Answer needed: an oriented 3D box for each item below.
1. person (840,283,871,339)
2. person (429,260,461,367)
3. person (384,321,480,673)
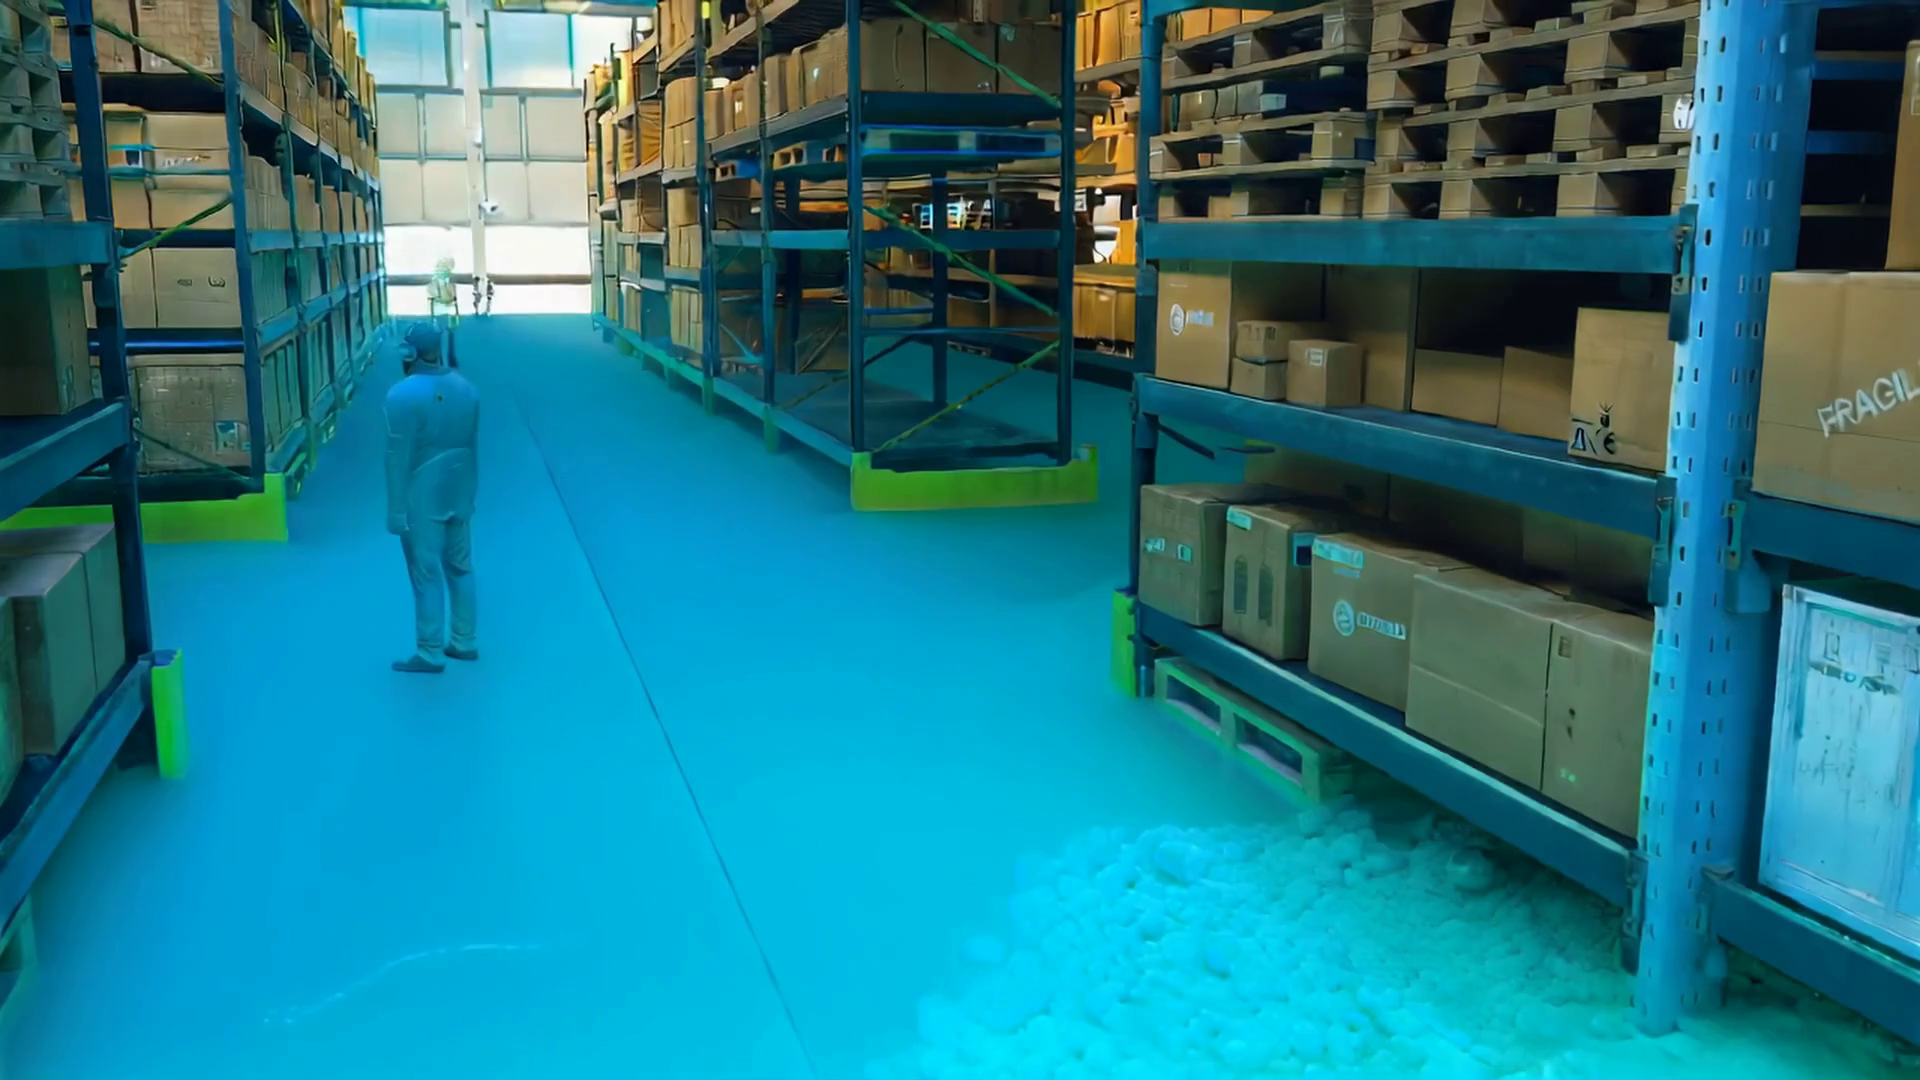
[{"bbox_3d":[-1.920,-4.056,30.200,0.616,1.820,0.490,-4,11,-21],"label":"person"},{"bbox_3d":[-9.285,-4.083,30.042,0.552,1.934,0.364,-10,14,-43],"label":"person"},{"bbox_3d":[-2.886,-0.234,9.056,0.398,1.900,0.647,4,11,21],"label":"person"}]
